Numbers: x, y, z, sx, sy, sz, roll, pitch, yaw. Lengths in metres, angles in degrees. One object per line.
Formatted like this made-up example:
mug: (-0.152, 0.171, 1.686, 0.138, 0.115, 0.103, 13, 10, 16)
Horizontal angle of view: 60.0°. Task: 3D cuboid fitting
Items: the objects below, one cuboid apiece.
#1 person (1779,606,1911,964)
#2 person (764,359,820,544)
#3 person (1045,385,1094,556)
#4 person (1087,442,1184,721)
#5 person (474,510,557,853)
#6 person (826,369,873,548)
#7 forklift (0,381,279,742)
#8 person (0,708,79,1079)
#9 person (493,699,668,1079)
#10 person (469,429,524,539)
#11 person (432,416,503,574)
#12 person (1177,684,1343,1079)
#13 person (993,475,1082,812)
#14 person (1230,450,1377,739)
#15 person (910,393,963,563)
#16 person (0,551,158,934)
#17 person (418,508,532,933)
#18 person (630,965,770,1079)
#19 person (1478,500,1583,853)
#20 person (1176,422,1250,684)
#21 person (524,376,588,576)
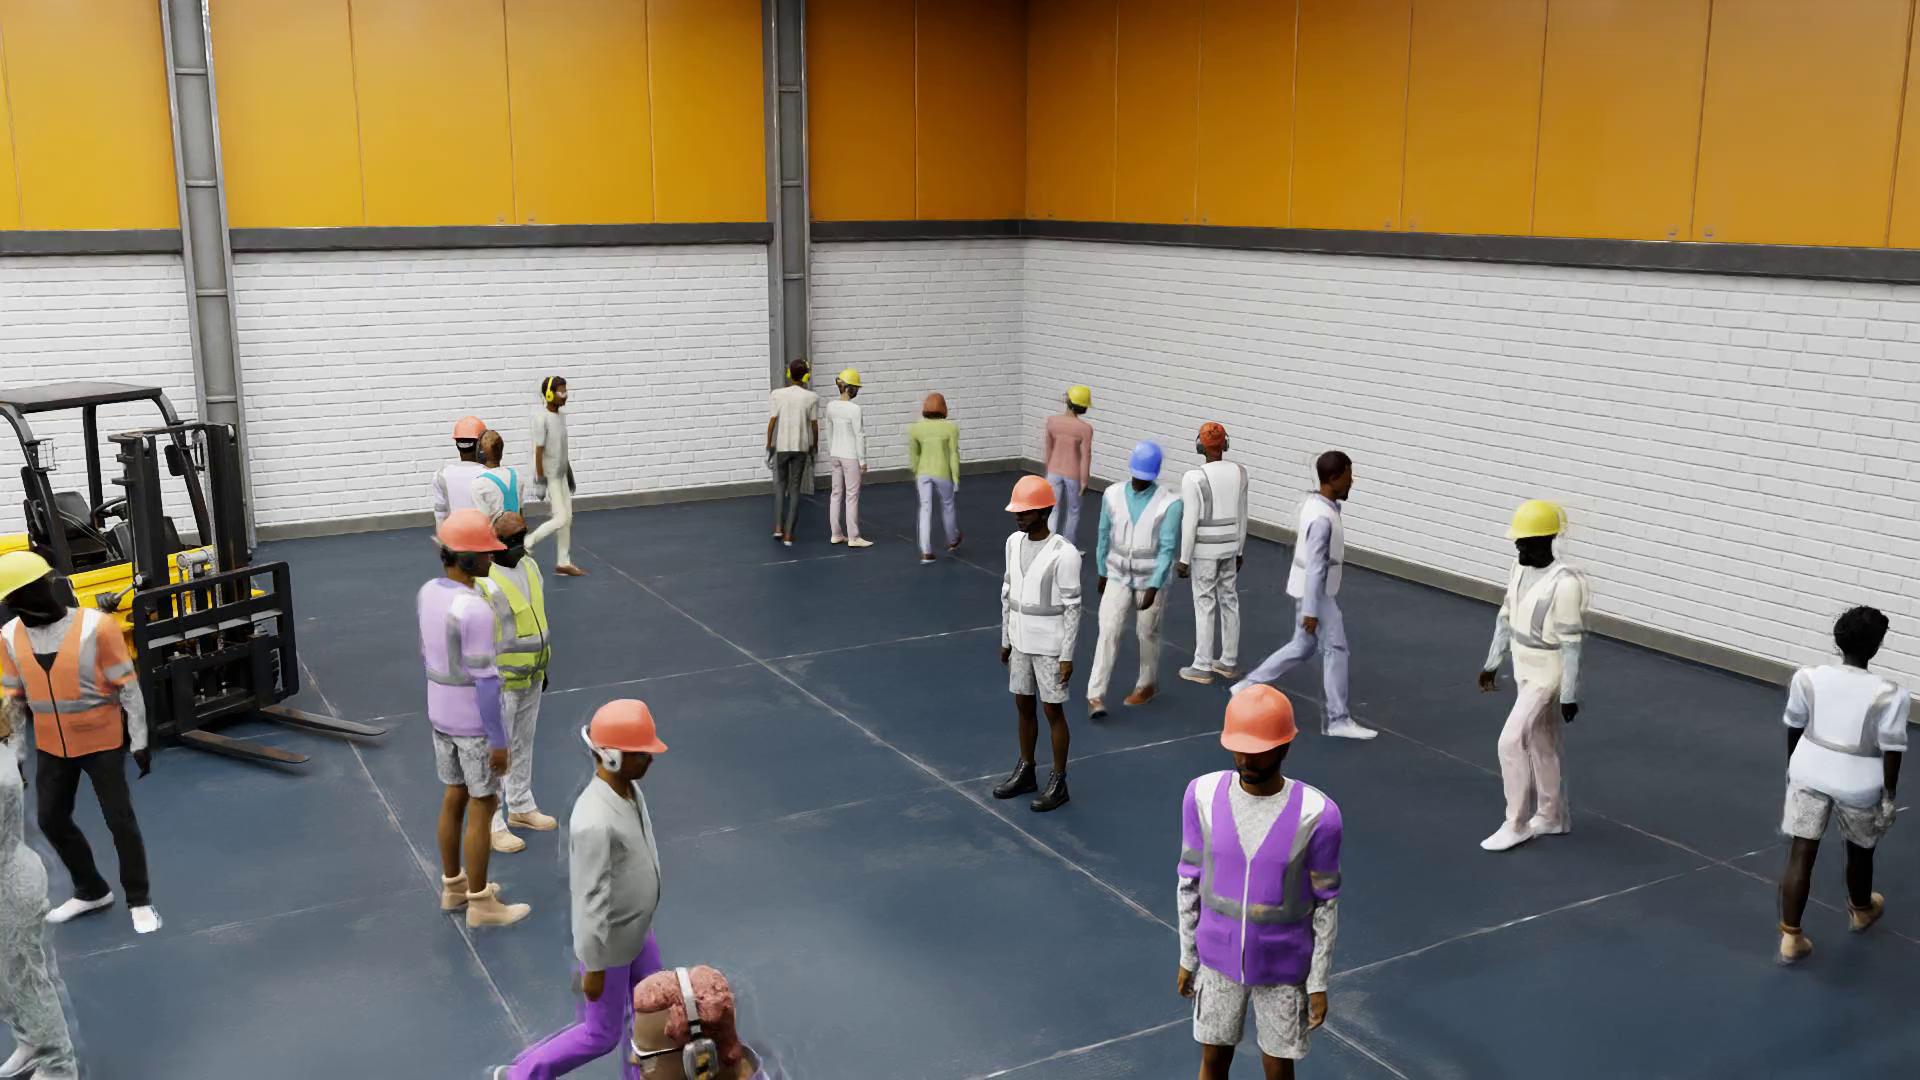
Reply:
person: (4.091, 1.102, 7.697, 0.858, 1.642, 0.549, -11, 16, -42)
person: (-1.667, -0.896, 16.644, 0.560, 1.834, 0.671, 0, 12, -1)
person: (1.003, -0.609, 15.569, 0.528, 1.716, 0.784, 5, 13, 23)
person: (1.154, 0.273, 11.065, 0.624, 1.875, 0.888, 5, 13, 24)
person: (-2.424, 0.740, 8.970, 0.429, 1.839, 0.633, 4, 13, 19)
person: (-1.100, -0.804, 16.399, 0.326, 1.760, 0.524, -12, 17, -44)
forklift: (-5.853, 0.085, 11.199, 2.313, 2.155, 1.214, 7, 14, 28)
person: (-3.683, 1.348, 6.396, 0.423, 1.727, 0.487, -8, 15, -34)
person: (-1.330, 1.413, 6.087, 0.731, 1.725, 0.560, 1, 12, 4)
person: (-3.280, 0.129, 11.816, 0.327, 1.843, 0.514, 5, 13, 24)
person: (-3.441, 0.079, 11.855, 0.542, 1.930, 0.366, 1, 12, 5)
person: (0.983, 1.412, 5.585, 0.547, 1.938, 0.377, 5, 13, 23)
person: (0.425, 0.585, 9.462, 0.376, 1.935, 0.550, -11, 16, -42)
person: (2.236, 0.342, 10.736, 0.893, 1.890, 0.603, 2, 12, 11)
person: (-0.215, -0.611, 15.885, 0.514, 1.576, 0.882, 3, 13, 16)
person: (-4.152, 0.964, 7.845, 0.666, 1.886, 0.400, 0, 12, 2)
person: (-2.338, 0.853, 7.993, 0.399, 2.034, 0.639, -11, 16, -41)
person: (-0.627, 1.843, 3.724, 0.939, 1.859, 0.668, -4, 13, -17)
person: (3.016, 0.722, 8.915, 0.702, 1.902, 0.613, -1, 12, -3)
person: (1.804, 0.093, 11.903, 0.574, 1.881, 0.358, -7, 14, -30)
person: (-3.720, -0.574, 15.106, 0.548, 1.851, 0.519, 2, 12, 8)
